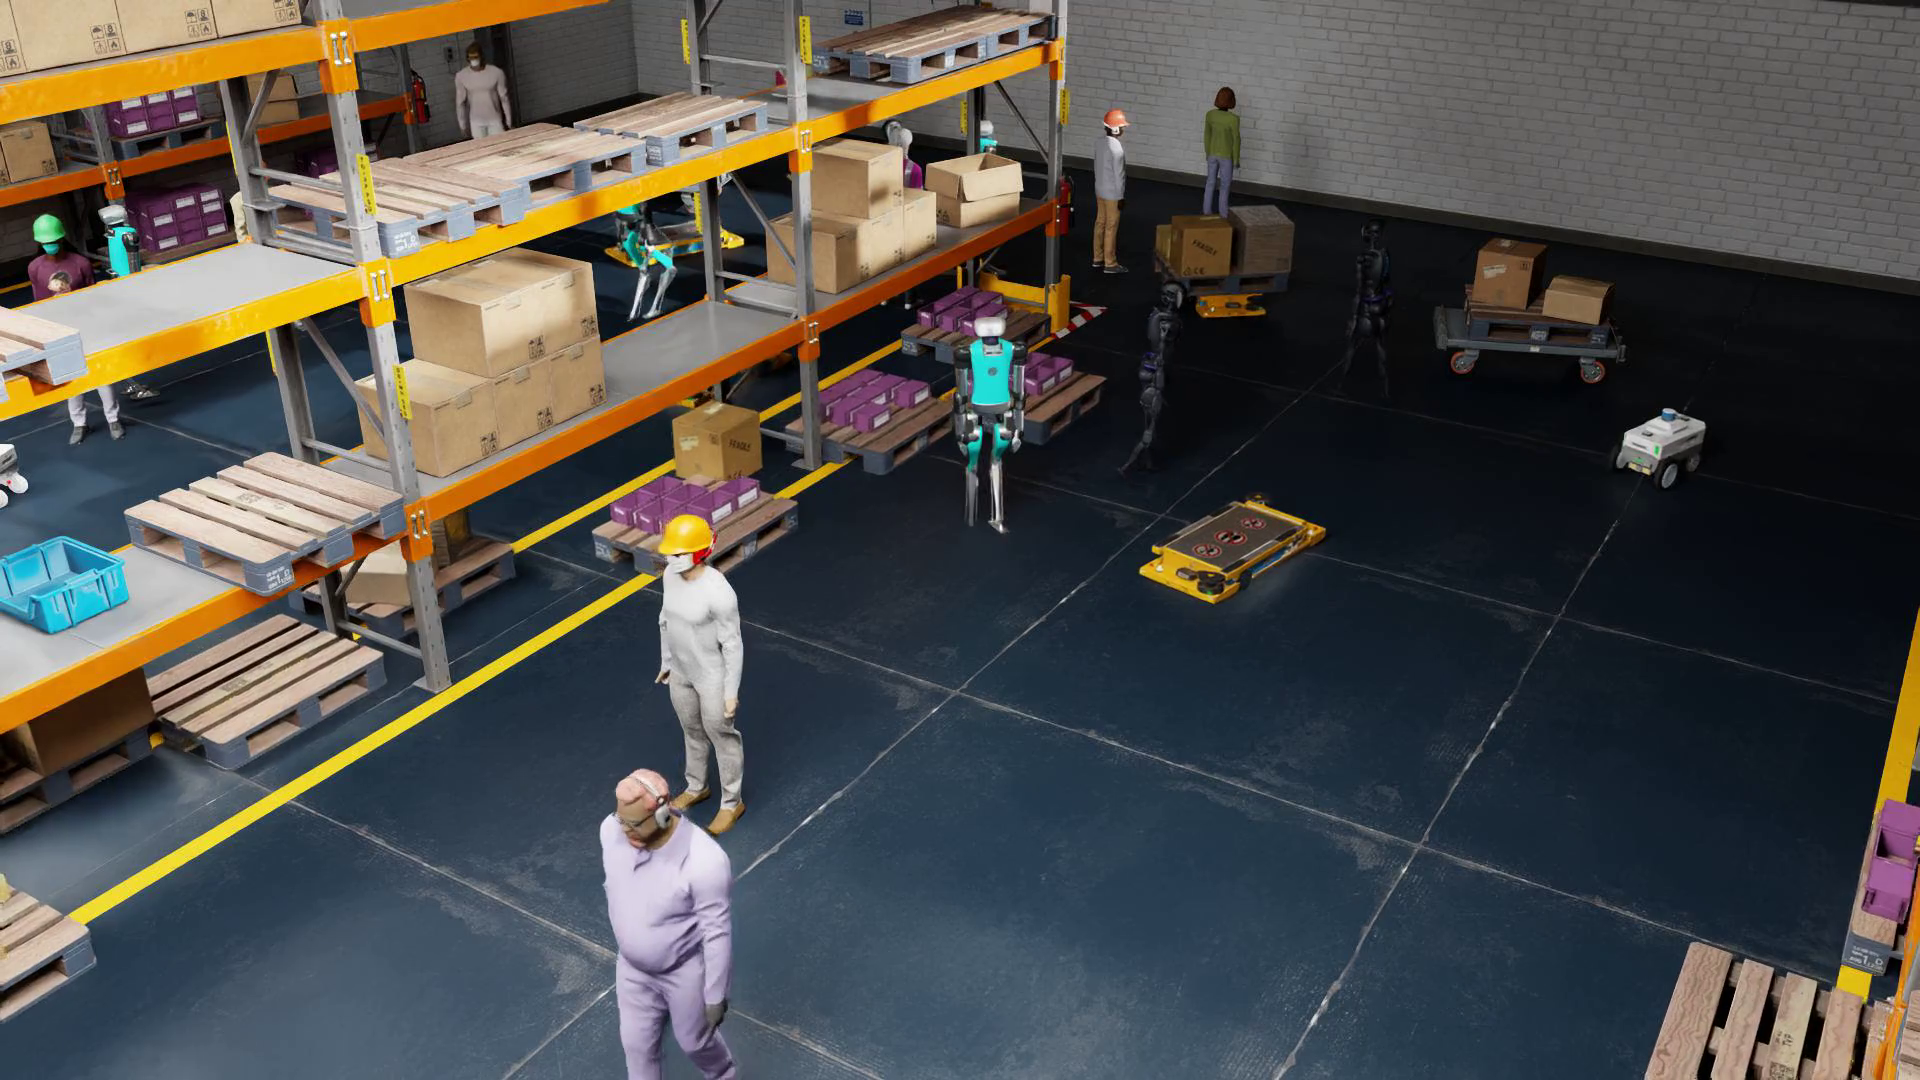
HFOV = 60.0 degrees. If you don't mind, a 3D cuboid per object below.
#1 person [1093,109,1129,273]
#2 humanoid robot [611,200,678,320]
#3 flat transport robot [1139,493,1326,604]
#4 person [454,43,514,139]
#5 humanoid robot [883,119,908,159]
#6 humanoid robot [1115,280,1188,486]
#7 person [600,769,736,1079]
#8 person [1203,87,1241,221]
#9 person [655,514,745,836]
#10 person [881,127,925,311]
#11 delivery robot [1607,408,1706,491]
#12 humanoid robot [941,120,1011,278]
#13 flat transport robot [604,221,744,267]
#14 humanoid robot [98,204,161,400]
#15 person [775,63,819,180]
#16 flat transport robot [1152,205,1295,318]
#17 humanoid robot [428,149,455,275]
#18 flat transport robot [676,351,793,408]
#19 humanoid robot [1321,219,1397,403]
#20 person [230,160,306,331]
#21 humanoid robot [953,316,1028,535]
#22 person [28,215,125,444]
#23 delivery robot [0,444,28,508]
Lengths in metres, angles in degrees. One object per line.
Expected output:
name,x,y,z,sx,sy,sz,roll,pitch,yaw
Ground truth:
person,1.643,-3.780,18.004,0.324,1.751,0.558,-11,29,-20
humanoid robot,-3.125,-3.037,16.601,0.557,1.833,0.665,18,32,32
flat transport robot,2.001,0.047,12.105,0.659,0.231,1.431,23,35,38
person,-5.846,-5.118,20.458,0.657,1.921,0.520,-3,27,-6
humanoid robot,-0.738,-3.678,17.905,0.484,1.656,0.609,-16,31,-28
humanoid robot,1.515,-1.257,13.130,0.478,1.644,0.612,5,27,9
person,-1.254,1.788,6.929,0.675,1.870,0.727,12,29,22
person,3.078,-4.496,19.543,0.499,1.636,0.282,24,36,39
person,-1.405,0.717,8.990,0.570,1.897,0.366,20,33,34
person,-0.602,-3.260,16.892,0.506,1.839,0.339,13,30,24
delivery robot,5.637,-0.751,13.383,0.811,0.614,0.499,-18,32,-32
humanoid robot,0.050,-3.511,17.492,0.972,1.751,0.550,-6,28,-12
flat transport robot,-3.233,-3.366,18.831,1.431,0.231,0.659,-19,33,-33
humanoid robot,-7.379,-2.016,14.401,0.735,1.677,0.533,-23,35,-37
person,-2.059,-5.415,21.156,0.631,1.801,0.695,-19,32,-33
flat transport robot,2.687,-2.640,17.399,0.659,0.231,1.431,-3,27,-6
humanoid robot,-5.248,-3.140,16.854,0.584,1.630,0.672,-3,27,-6
flat transport robot,-2.227,-1.573,15.298,0.659,0.231,1.431,16,31,28
humanoid robot,3.599,-2.013,14.634,0.646,1.629,0.601,22,34,37
person,-6.721,-2.855,16.183,0.560,1.750,0.326,-22,35,-37
humanoid robot,0.184,-0.833,12.297,0.531,1.855,0.716,-4,27,-8
person,-7.351,-1.755,13.802,0.497,1.948,0.432,-9,28,-17
delivery robot,-7.761,-0.560,12.979,0.782,0.589,0.499,2,27,4
